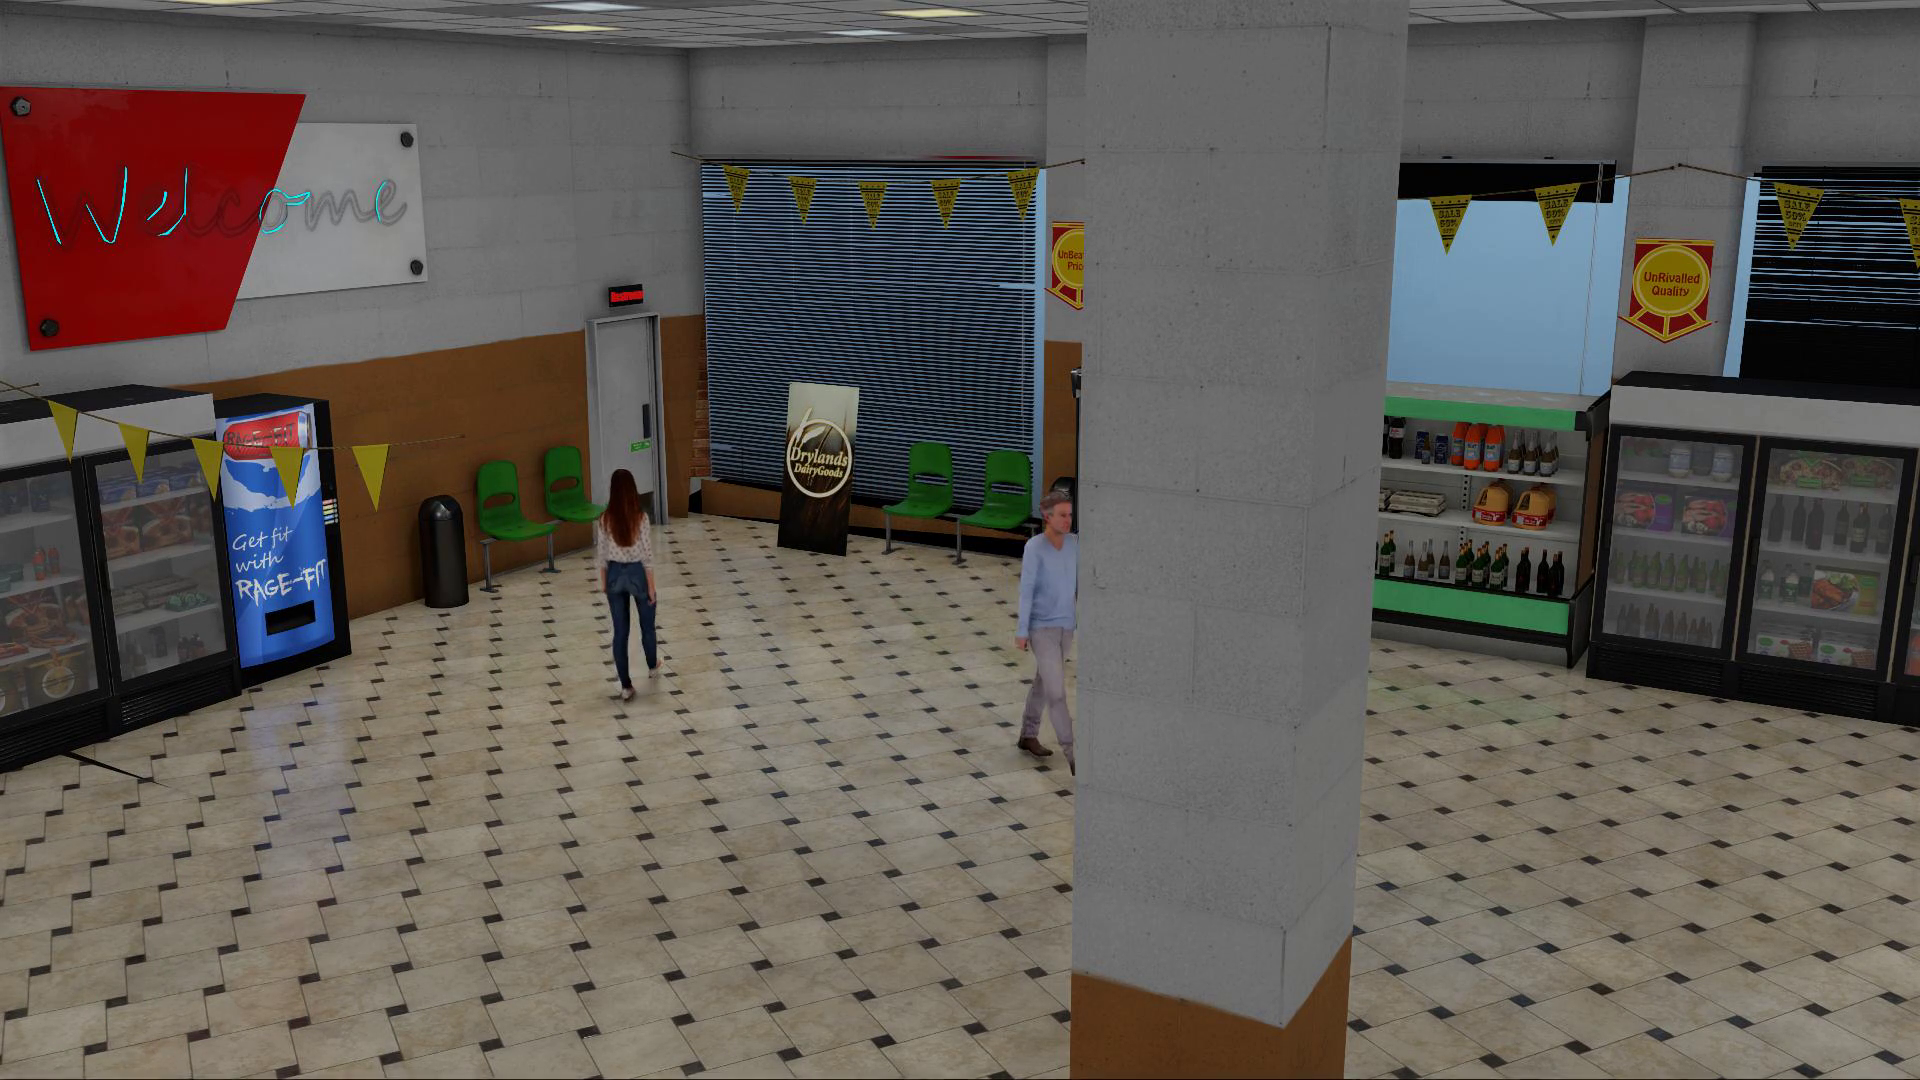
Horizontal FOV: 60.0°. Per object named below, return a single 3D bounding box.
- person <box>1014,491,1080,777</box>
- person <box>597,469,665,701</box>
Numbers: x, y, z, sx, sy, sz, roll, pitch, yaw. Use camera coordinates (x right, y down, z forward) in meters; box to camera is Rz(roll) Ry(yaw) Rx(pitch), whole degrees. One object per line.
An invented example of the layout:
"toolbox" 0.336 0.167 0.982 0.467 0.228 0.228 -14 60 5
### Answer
"person" 0.543 0.593 11.021 0.962 1.854 1.246 -11 17 -38
"person" -2.478 0.353 12.335 1.020 1.702 0.945 1 14 4
